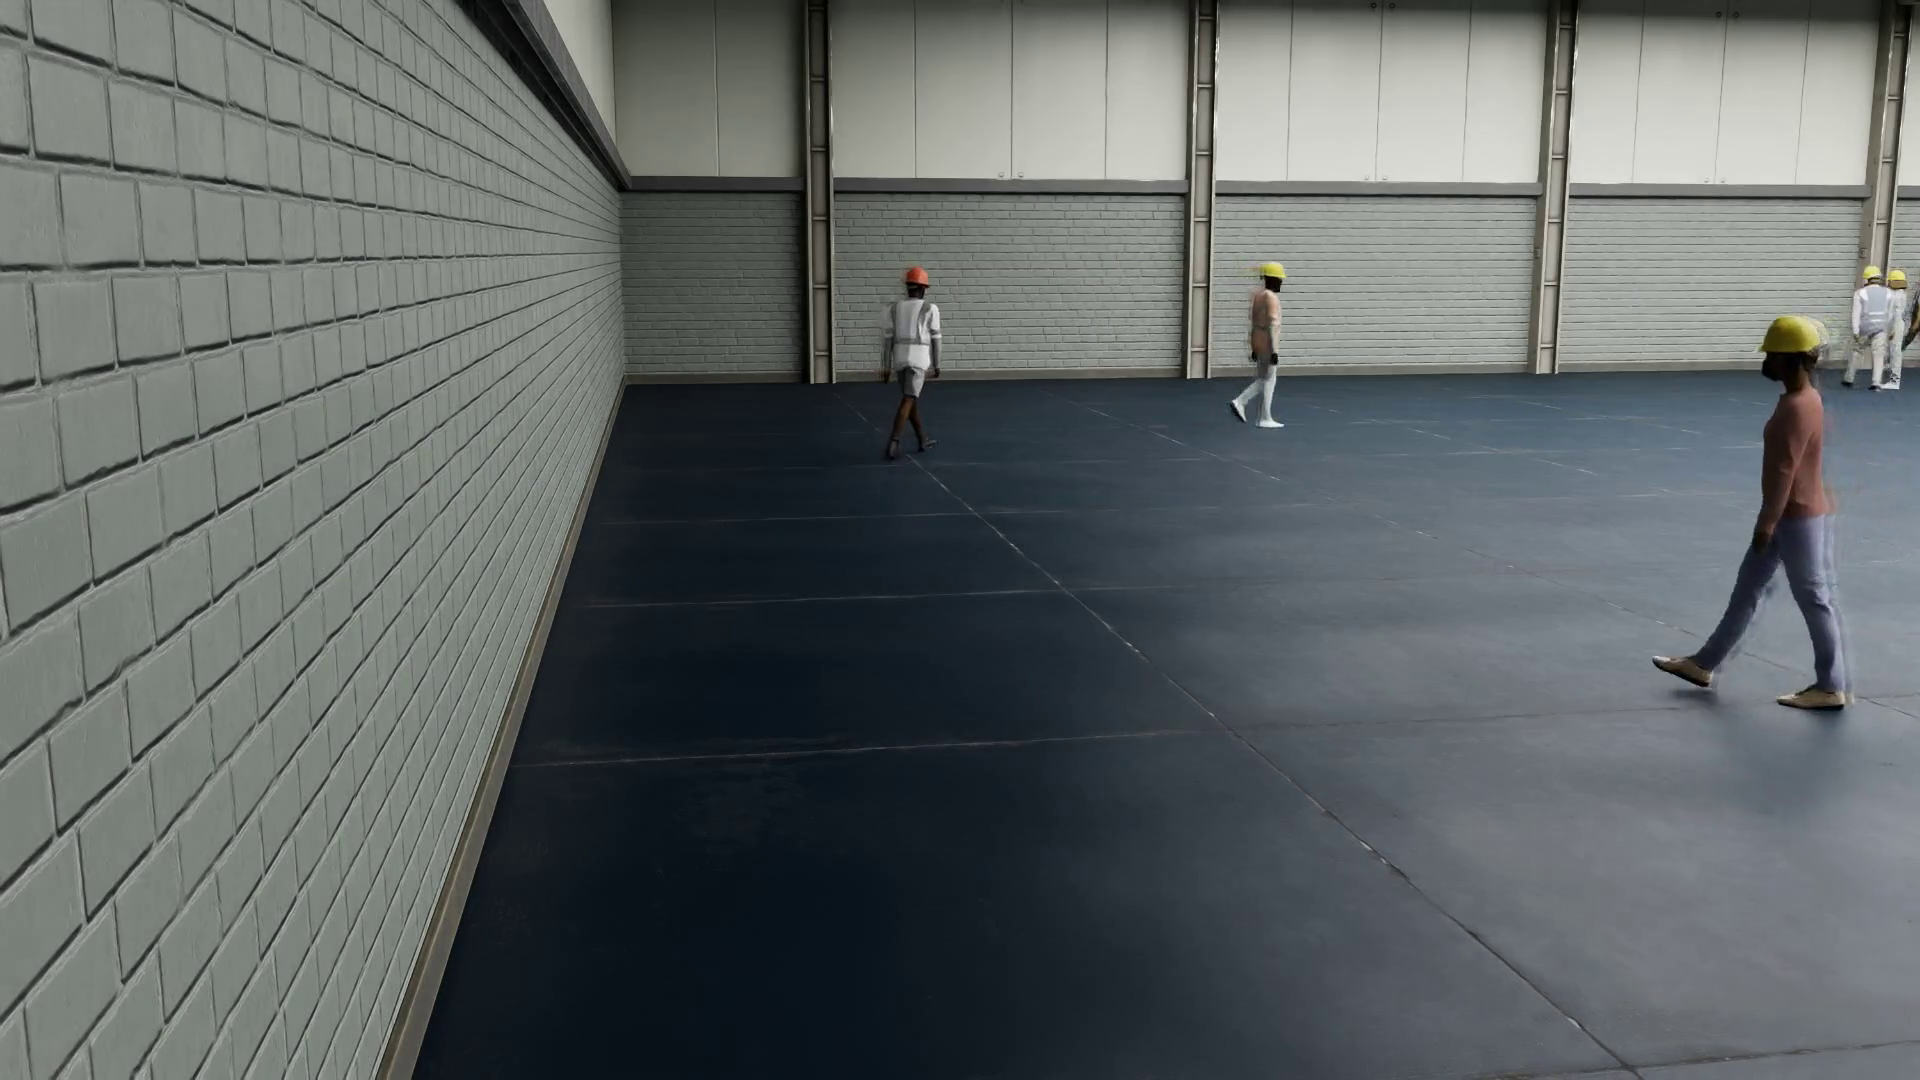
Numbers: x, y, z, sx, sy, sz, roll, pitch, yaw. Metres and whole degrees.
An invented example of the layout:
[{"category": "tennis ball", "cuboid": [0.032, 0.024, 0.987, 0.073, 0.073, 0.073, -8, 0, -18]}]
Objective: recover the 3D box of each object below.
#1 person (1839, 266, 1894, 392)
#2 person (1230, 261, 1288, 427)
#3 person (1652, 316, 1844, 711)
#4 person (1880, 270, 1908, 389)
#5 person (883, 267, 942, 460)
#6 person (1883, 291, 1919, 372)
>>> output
[{"category": "person", "cuboid": [13.203, -3.069, 24.209, 0.595, 1.797, 0.879, 1, 10, 5]}, {"category": "person", "cuboid": [3.470, -2.229, 19.072, 0.543, 1.909, 0.588, -1, 10, -6]}, {"category": "person", "cuboid": [3.558, -0.120, 7.388, 0.862, 1.726, 0.551, 5, 11, 24]}, {"category": "person", "cuboid": [13.784, -3.103, 24.563, 0.324, 1.743, 0.491, 6, 12, 32]}, {"category": "person", "cuboid": [-0.492, -1.733, 16.362, 0.532, 1.875, 1.082, 6, 11, 30]}, {"category": "person", "cuboid": [15.911, -3.618, 27.495, 1.068, 1.774, 0.545, 4, 11, 23]}]
